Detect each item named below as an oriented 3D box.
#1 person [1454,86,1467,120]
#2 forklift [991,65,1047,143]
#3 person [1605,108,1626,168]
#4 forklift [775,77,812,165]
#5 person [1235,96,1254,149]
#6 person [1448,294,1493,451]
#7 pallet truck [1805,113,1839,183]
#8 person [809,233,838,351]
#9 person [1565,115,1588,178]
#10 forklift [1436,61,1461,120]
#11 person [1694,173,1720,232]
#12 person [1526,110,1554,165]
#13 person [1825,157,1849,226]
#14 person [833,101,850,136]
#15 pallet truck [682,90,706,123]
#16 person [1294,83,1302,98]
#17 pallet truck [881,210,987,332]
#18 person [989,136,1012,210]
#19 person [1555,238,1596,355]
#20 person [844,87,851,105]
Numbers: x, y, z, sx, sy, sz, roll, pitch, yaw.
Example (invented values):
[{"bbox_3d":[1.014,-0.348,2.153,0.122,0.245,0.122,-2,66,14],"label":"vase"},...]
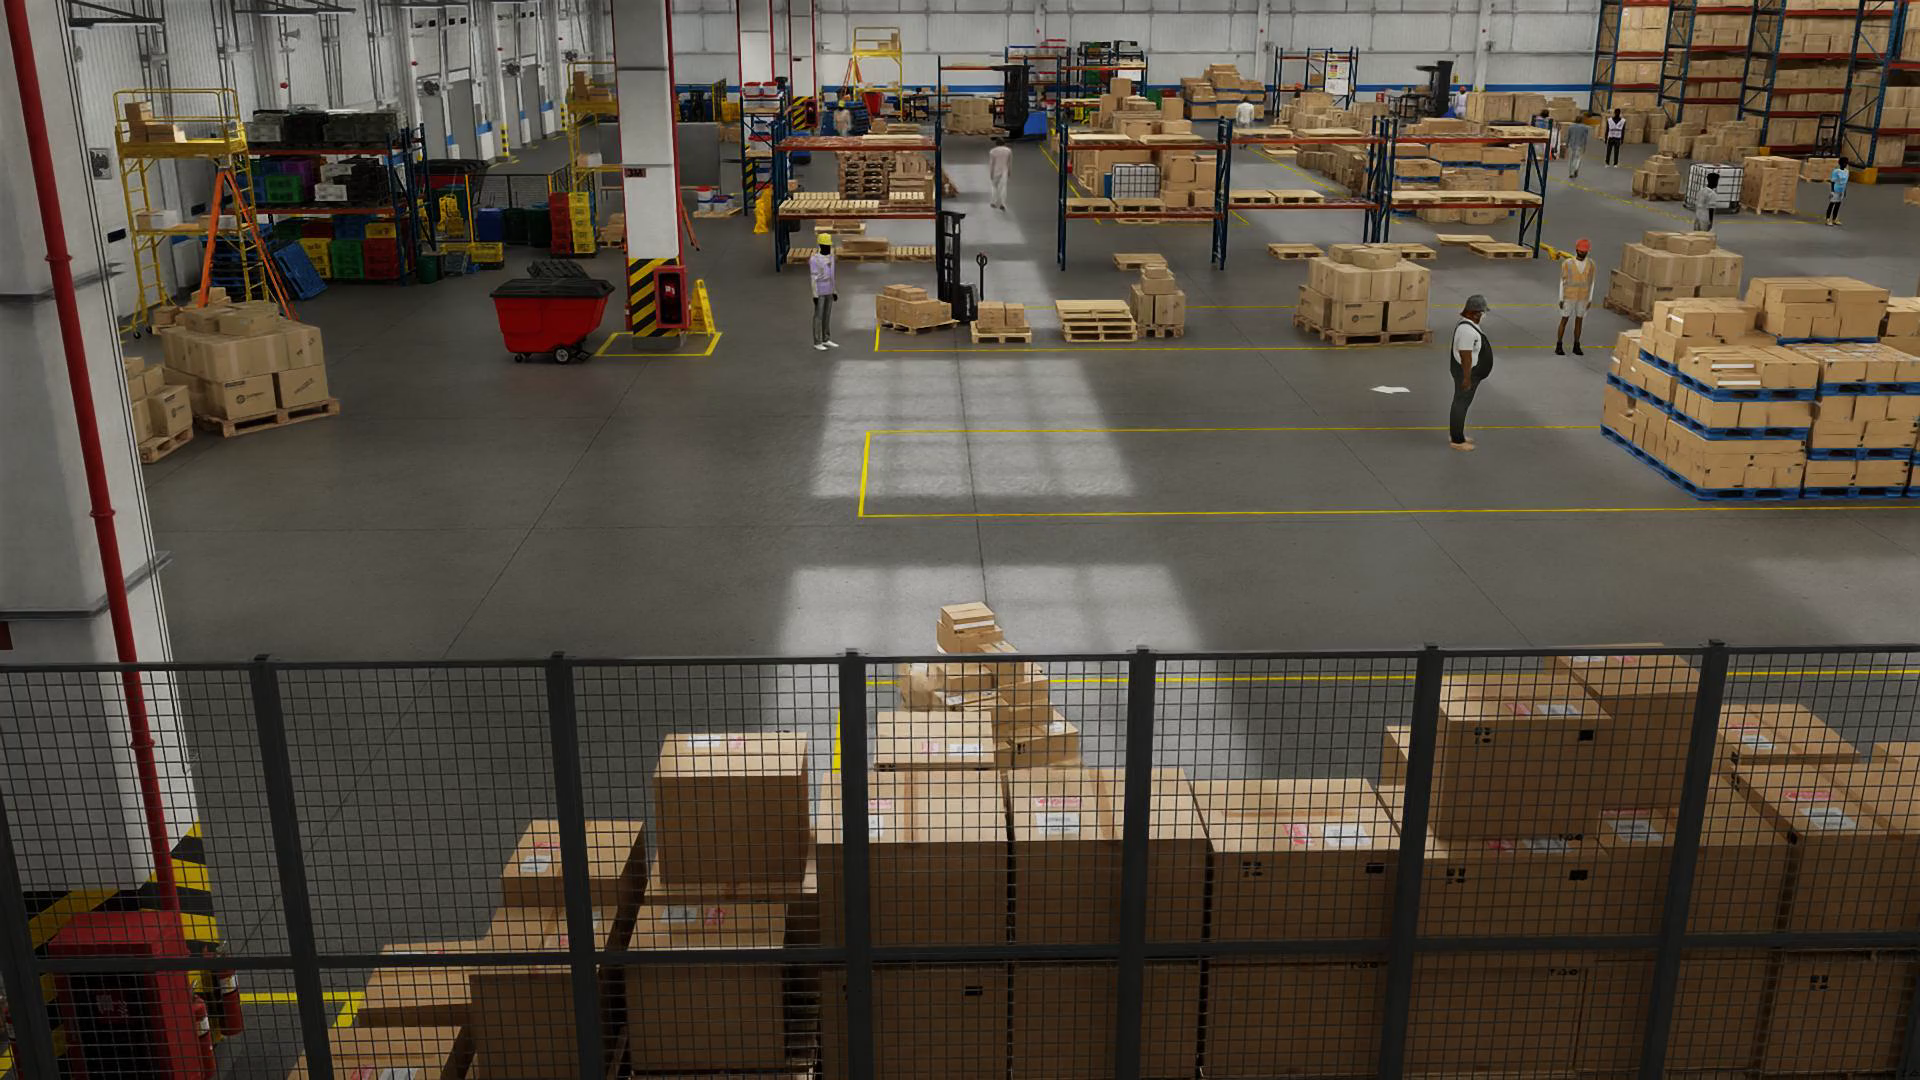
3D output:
[{"bbox_3d":[19.729,-16.892,65.472,0.549,1.916,0.816,7,20,20],"label":"person"},{"bbox_3d":[2.267,-16.490,62.791,1.873,2.768,1.129,-10,21,-27],"label":"forklift"},{"bbox_3d":[21.347,-13.102,54.244,0.591,1.911,0.390,7,20,19],"label":"person"},{"bbox_3d":[-5.919,-13.893,55.087,1.873,2.768,1.129,-1,19,-1],"label":"forklift"},{"bbox_3d":[10.284,-15.097,60.151,0.644,1.923,0.513,2,19,6],"label":"person"},{"bbox_3d":[6.660,-2.196,21.681,0.536,2.000,0.688,5,19,14],"label":"person"},{"bbox_3d":[26.403,-11.957,50.702,0.823,1.965,1.885,6,19,16],"label":"pallet truck"},{"bbox_3d":[-2.242,-4.125,27.576,0.380,1.928,0.586,13,22,33],"label":"person"},{"bbox_3d":[19.017,-12.145,51.368,0.628,1.927,0.465,7,20,20],"label":"person"},{"bbox_3d":[19.158,-17.572,66.001,1.873,2.768,1.129,-1,19,-2],"label":"forklift"},{"bbox_3d":[16.078,-6.942,35.896,0.386,1.958,0.604,-1,19,-4],"label":"person"},{"bbox_3d":[19.290,-13.334,55.106,0.994,1.785,0.644,2,19,5],"label":"person"},{"bbox_3d":[21.906,-8.692,41.483,0.535,1.697,0.318,-8,20,-24],"label":"person"},{"bbox_3d":[-4.130,-14.441,58.272,0.582,1.877,1.001,6,20,17],"label":"person"},{"bbox_3d":[-9.671,-15.907,62.421,0.823,1.965,1.885,5,19,15],"label":"pallet truck"},{"bbox_3d":[13.434,-17.192,66.238,0.395,1.994,0.612,-5,19,-16],"label":"person"},{"bbox_3d":[-0.493,-4.759,29.349,1.885,1.965,0.823,-13,23,-34],"label":"pallet truck"},{"bbox_3d":[1.057,-9.831,44.519,0.628,1.909,0.870,-3,19,-10],"label":"person"},{"bbox_3d":[10.034,-3.954,27.079,0.541,1.928,0.398,1,19,3],"label":"person"},{"bbox_3d":[-4.626,-17.682,68.149,0.317,1.695,0.540,-6,20,-18],"label":"person"}]
